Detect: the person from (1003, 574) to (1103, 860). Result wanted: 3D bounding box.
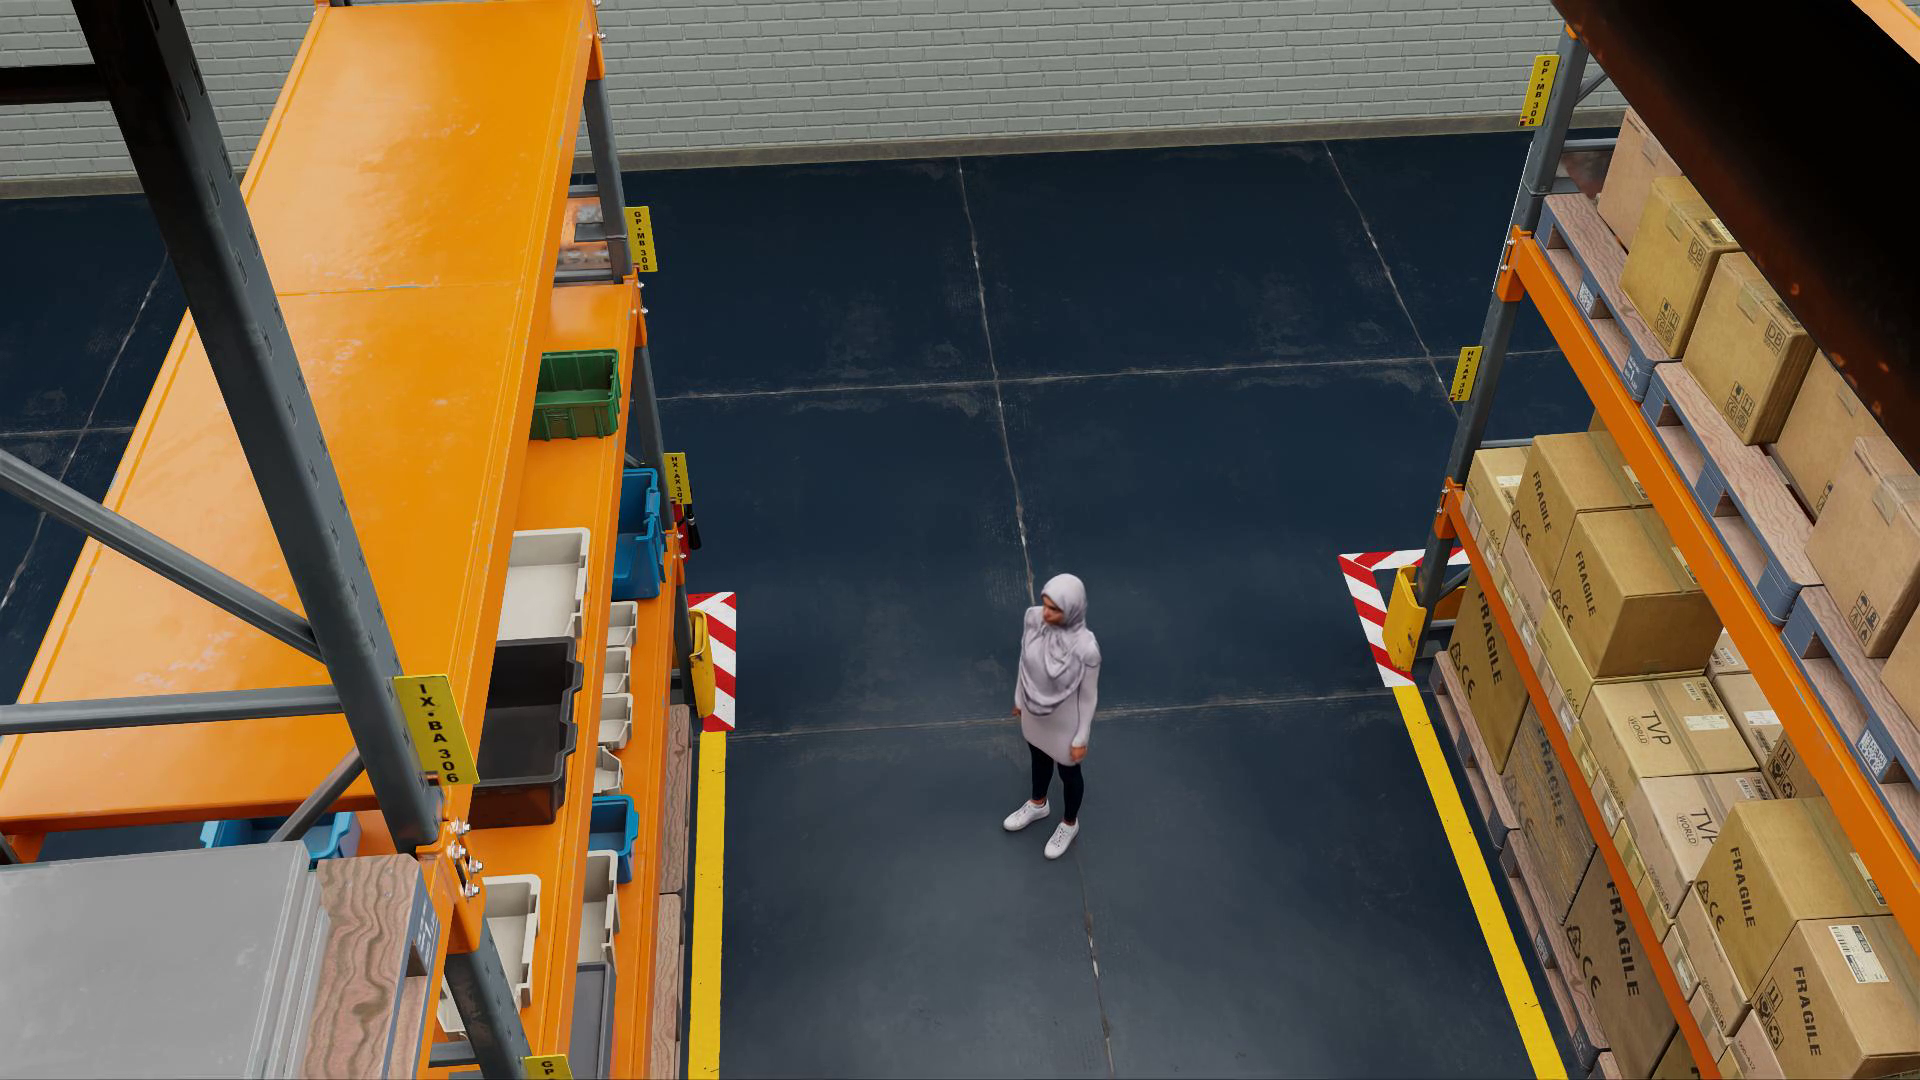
[{"bbox_3d":[0.460,0.826,7.917,0.668,1.776,0.744,33,52,31],"label":"person"}]
